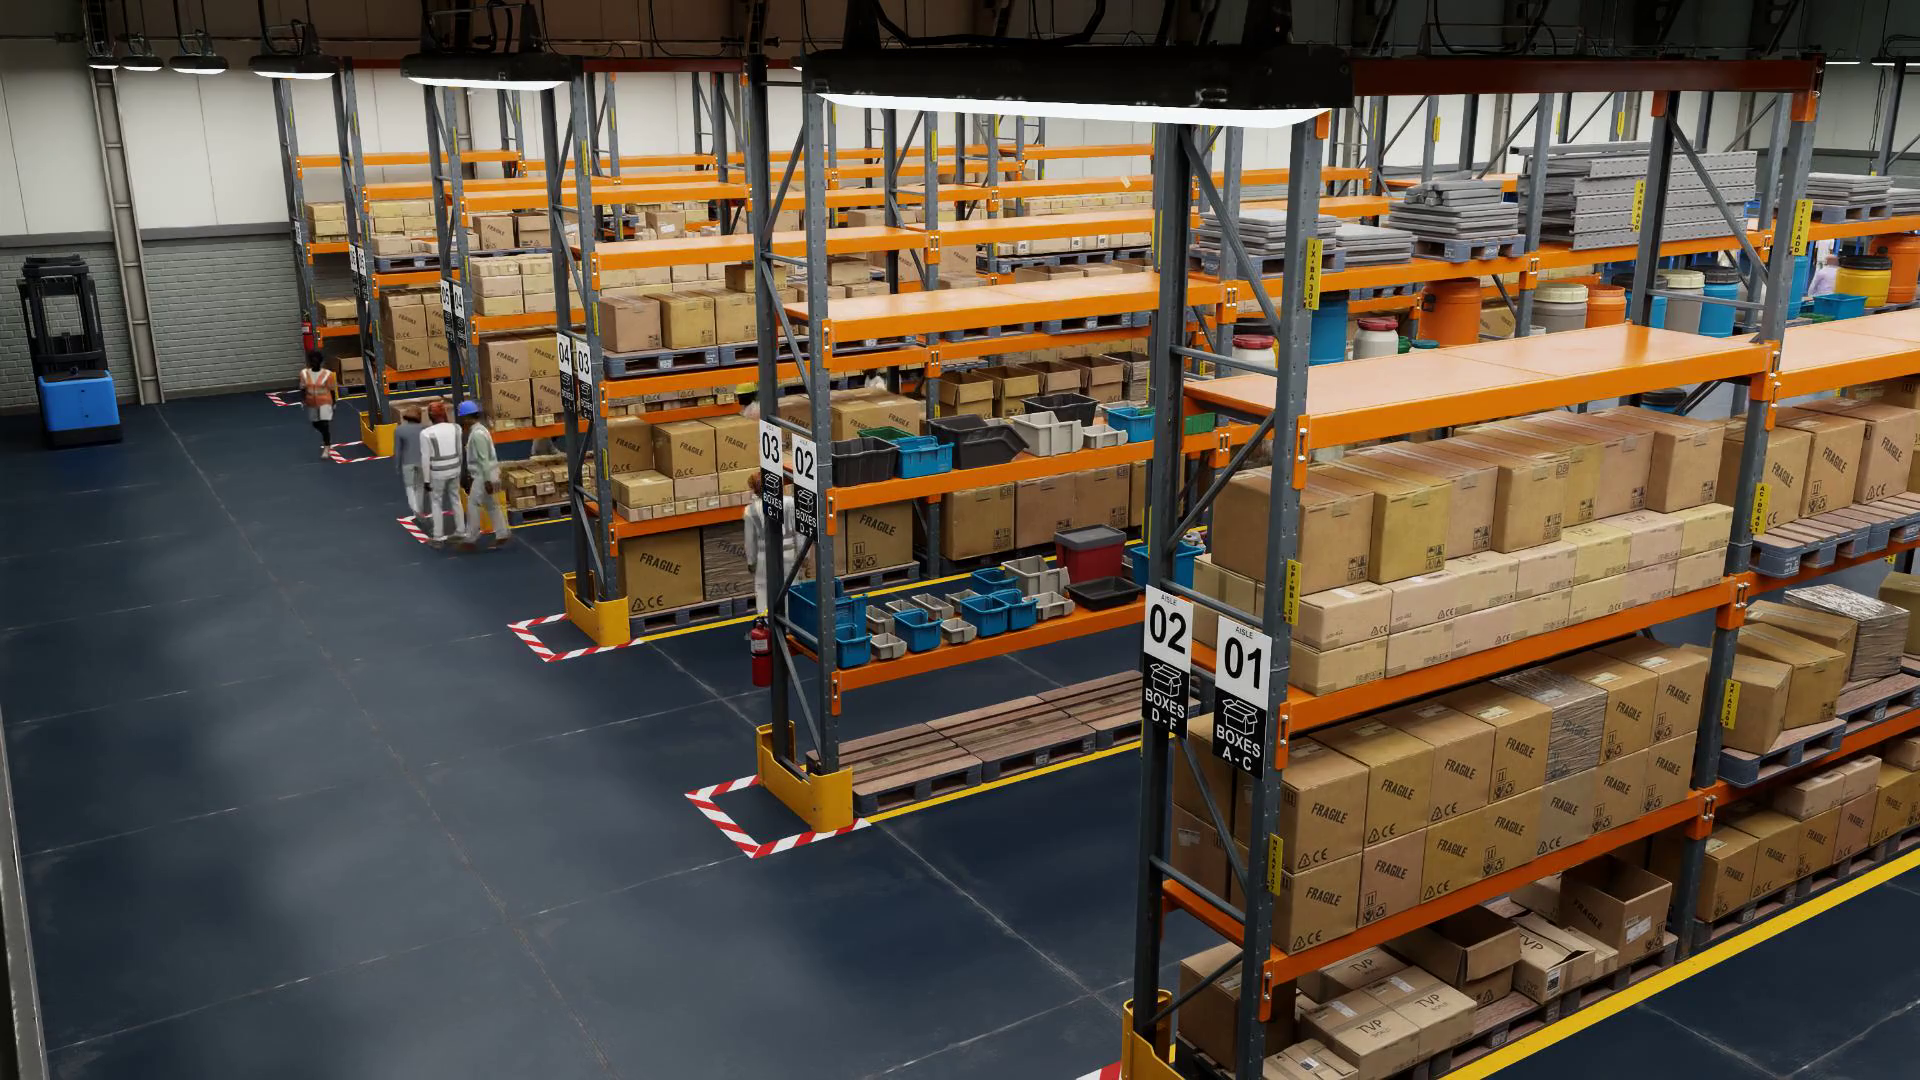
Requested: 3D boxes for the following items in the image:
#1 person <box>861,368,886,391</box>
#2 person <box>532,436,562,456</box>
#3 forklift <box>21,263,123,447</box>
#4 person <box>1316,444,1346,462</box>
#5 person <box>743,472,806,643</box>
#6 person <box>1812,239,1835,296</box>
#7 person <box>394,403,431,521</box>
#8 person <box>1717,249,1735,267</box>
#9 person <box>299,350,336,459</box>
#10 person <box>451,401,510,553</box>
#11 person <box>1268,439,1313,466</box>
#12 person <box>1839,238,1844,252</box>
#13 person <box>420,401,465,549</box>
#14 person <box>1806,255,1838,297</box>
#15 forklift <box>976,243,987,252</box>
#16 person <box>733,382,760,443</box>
[{"bbox_3d":[-1.323,-1.676,22.524,1.016,1.991,0.638,-7,18,-22],"label":"person"},{"bbox_3d":[-5.960,-1.640,22.735,0.894,1.814,0.636,-12,20,-34],"label":"person"},{"bbox_3d":[-14.518,-3.079,25.708,1.129,2.768,1.873,-10,20,-31],"label":"forklift"},{"bbox_3d":[4.884,-1.009,20.780,0.431,1.747,0.537,-7,18,-22],"label":"person"},{"bbox_3d":[-1.953,0.189,16.669,0.671,1.854,0.344,-3,17,-9],"label":"person"},{"bbox_3d":[22.415,-7.233,40.961,0.317,1.870,0.531,-10,19,-28],"label":"person"},{"bbox_3d":[-7.246,-1.005,21.008,0.522,1.606,0.592,-8,19,-25],"label":"person"},{"bbox_3d":[20.308,-7.476,41.727,0.544,1.901,0.905,-9,19,-26],"label":"person"},{"bbox_3d":[-9.980,-2.159,24.650,0.537,1.674,0.718,0,17,0],"label":"person"},{"bbox_3d":[-6.110,-0.791,19.788,0.849,1.905,0.642,-5,18,-16],"label":"person"},{"bbox_3d":[4.033,-0.669,19.223,0.553,2.000,0.689,-8,19,-25],"label":"person"},{"bbox_3d":[28.306,-10.254,50.768,0.595,1.925,0.375,3,17,11],"label":"person"},{"bbox_3d":[-6.531,-0.829,19.983,0.366,1.871,0.582,16,23,42],"label":"person"},{"bbox_3d":[19.047,-5.371,34.882,0.643,1.857,0.988,-3,17,-11],"label":"person"},{"bbox_3d":[0.988,-5.474,34.718,1.214,2.155,2.313,-10,20,-31],"label":"forklift"},{"bbox_3d":[-2.756,-1.273,21.397,0.892,1.893,0.591,-7,18,-22],"label":"person"}]
